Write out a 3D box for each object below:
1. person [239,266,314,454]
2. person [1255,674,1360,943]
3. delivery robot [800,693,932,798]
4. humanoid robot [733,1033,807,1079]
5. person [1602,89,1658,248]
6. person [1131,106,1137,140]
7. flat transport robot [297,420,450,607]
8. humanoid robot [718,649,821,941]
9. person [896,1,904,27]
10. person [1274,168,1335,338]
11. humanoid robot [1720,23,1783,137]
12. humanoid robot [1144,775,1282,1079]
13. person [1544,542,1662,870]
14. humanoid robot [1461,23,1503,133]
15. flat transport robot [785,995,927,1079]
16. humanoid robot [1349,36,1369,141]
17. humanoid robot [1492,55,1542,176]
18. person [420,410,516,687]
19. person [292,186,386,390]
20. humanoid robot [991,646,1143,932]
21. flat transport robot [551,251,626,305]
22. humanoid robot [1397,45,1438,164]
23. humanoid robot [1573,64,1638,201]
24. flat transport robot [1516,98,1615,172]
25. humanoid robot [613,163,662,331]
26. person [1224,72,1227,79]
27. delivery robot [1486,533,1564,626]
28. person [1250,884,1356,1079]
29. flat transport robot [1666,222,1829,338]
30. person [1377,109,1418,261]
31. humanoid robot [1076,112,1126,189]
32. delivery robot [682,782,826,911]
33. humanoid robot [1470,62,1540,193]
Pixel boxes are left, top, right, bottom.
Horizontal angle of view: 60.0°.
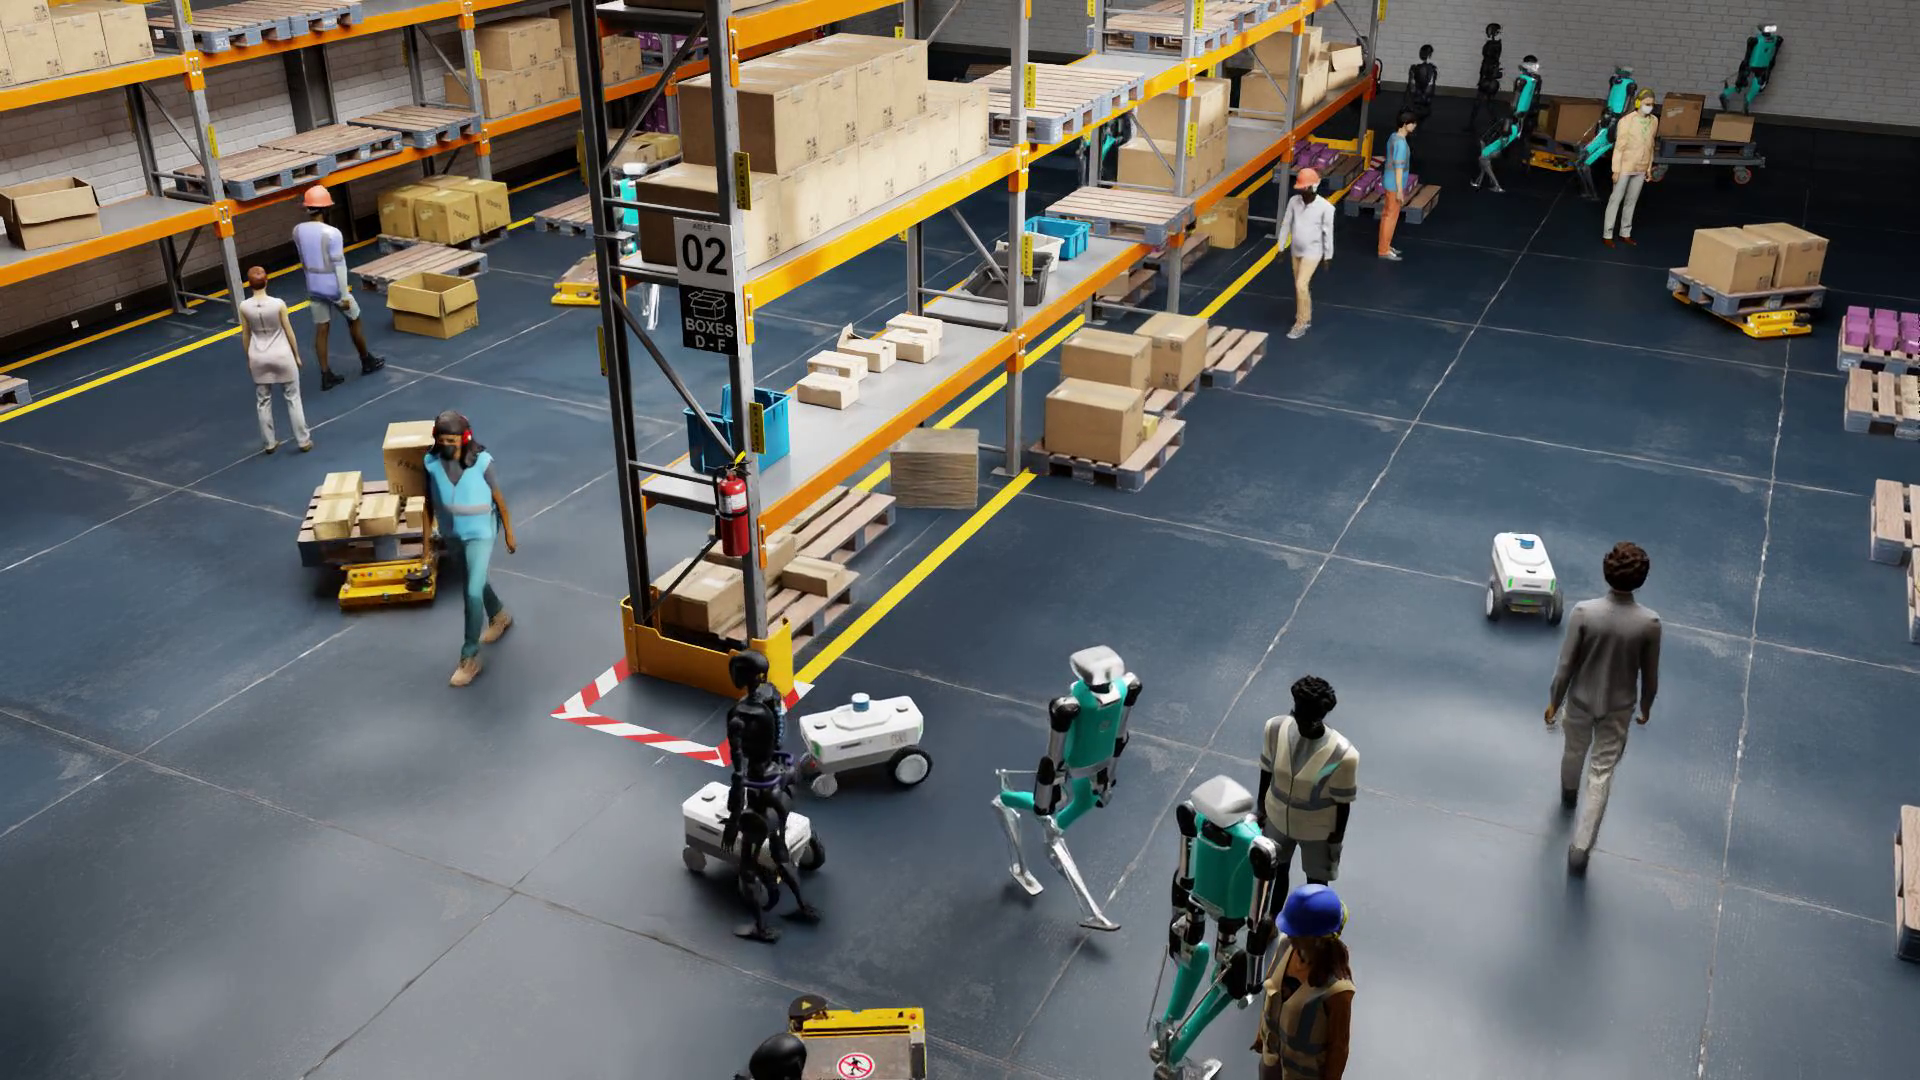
[{"bbox_3d":[-5.925,-1.540,14.337,0.436,1.651,0.306,-3,26,-6],"label":"person"},{"bbox_3d":[1.707,1.410,8.324,0.533,1.692,0.320,21,33,36],"label":"person"},{"bbox_3d":[-0.583,1.199,10.027,0.791,0.589,0.499,-10,28,-19],"label":"delivery robot"},{"bbox_3d":[-0.645,2.470,6.198,0.600,1.657,0.345,19,32,34],"label":"humanoid robot"},{"bbox_3d":[8.067,-4.480,20.021,0.551,1.877,0.414,-8,27,-16],"label":"person"},{"bbox_3d":[2.253,-4.648,20.370,0.409,1.872,0.806,6,27,11],"label":"person"},{"bbox_3d":[-4.284,0.078,12.620,0.659,0.231,1.431,-5,27,-10],"label":"flat transport robot"},{"bbox_3d":[-0.993,1.316,8.552,0.426,1.657,0.590,8,27,16],"label":"humanoid robot"},{"bbox_3d":[-0.953,-9.490,30.189,0.366,1.832,0.503,20,33,35],"label":"person"},{"bbox_3d":[3.500,-2.955,17.114,0.687,1.714,0.570,-18,32,-32],"label":"person"},{"bbox_3d":[11.922,-6.987,25.230,0.531,1.736,1.013,-4,27,-7],"label":"humanoid robot"},{"bbox_3d":[1.002,1.902,7.284,0.783,1.789,0.552,-21,33,-35],"label":"humanoid robot"},{"bbox_3d":[3.576,0.860,9.258,0.553,1.844,1.009,10,28,19],"label":"person"},{"bbox_3d":[8.129,-7.073,25.524,0.617,1.644,0.609,-2,26,-4],"label":"humanoid robot"},{"bbox_3d":[-0.469,2.614,7.498,0.659,0.231,1.431,-1,26,-3],"label":"flat transport robot"},{"bbox_3d":[5.837,-6.546,24.417,0.305,1.656,0.616,7,27,13],"label":"humanoid robot"},{"bbox_3d":[7.828,-5.900,23.131,0.614,1.637,0.577,-16,30,-28],"label":"humanoid robot"},{"bbox_3d":[-3.283,-0.019,11.085,0.542,1.823,0.929,4,27,8],"label":"person"},{"bbox_3d":[-5.948,-2.437,15.853,0.564,1.900,0.889,9,28,17],"label":"person"},{"bbox_3d":[0.499,1.218,8.668,0.532,1.709,1.020,-17,31,-31],"label":"humanoid robot"},{"bbox_3d":[-4.060,-2.943,18.722,0.659,0.231,1.431,3,26,6],"label":"flat transport robot"},{"bbox_3d":[6.576,-6.232,23.840,0.626,1.645,0.646,-8,28,-17],"label":"humanoid robot"},{"bbox_3d":[8.418,-5.353,21.907,0.686,1.763,0.542,-5,27,-9],"label":"humanoid robot"},{"bbox_3d":[8.836,-5.548,23.985,1.431,0.231,0.659,-19,32,-33],"label":"flat transport robot"},{"bbox_3d":[-3.309,-3.131,17.484,0.540,1.806,0.852,0,26,1],"label":"humanoid robot"},{"bbox_3d":[4.207,-8.695,28.520,1.026,1.872,0.561,14,30,26],"label":"person"},{"bbox_3d":[4.041,0.244,11.947,0.499,0.581,0.777,4,27,7],"label":"delivery robot"},{"bbox_3d":[1.369,2.130,6.773,0.311,1.778,0.463,-14,29,-25],"label":"person"},{"bbox_3d":[8.366,-2.495,17.819,0.659,0.231,1.431,-6,27,-12],"label":"flat transport robot"},{"bbox_3d":[5.119,-4.163,19.509,0.332,1.759,0.498,3,26,6],"label":"person"},{"bbox_3d":[1.847,-5.466,22.213,0.545,1.765,1.040,22,34,37],"label":"humanoid robot"},{"bbox_3d":[-1.166,1.626,9.158,0.775,0.583,0.499,16,30,28],"label":"delivery robot"},{"bbox_3d":[7.212,-5.499,22.332,0.868,1.858,0.558,21,33,36],"label":"humanoid robot"}]
